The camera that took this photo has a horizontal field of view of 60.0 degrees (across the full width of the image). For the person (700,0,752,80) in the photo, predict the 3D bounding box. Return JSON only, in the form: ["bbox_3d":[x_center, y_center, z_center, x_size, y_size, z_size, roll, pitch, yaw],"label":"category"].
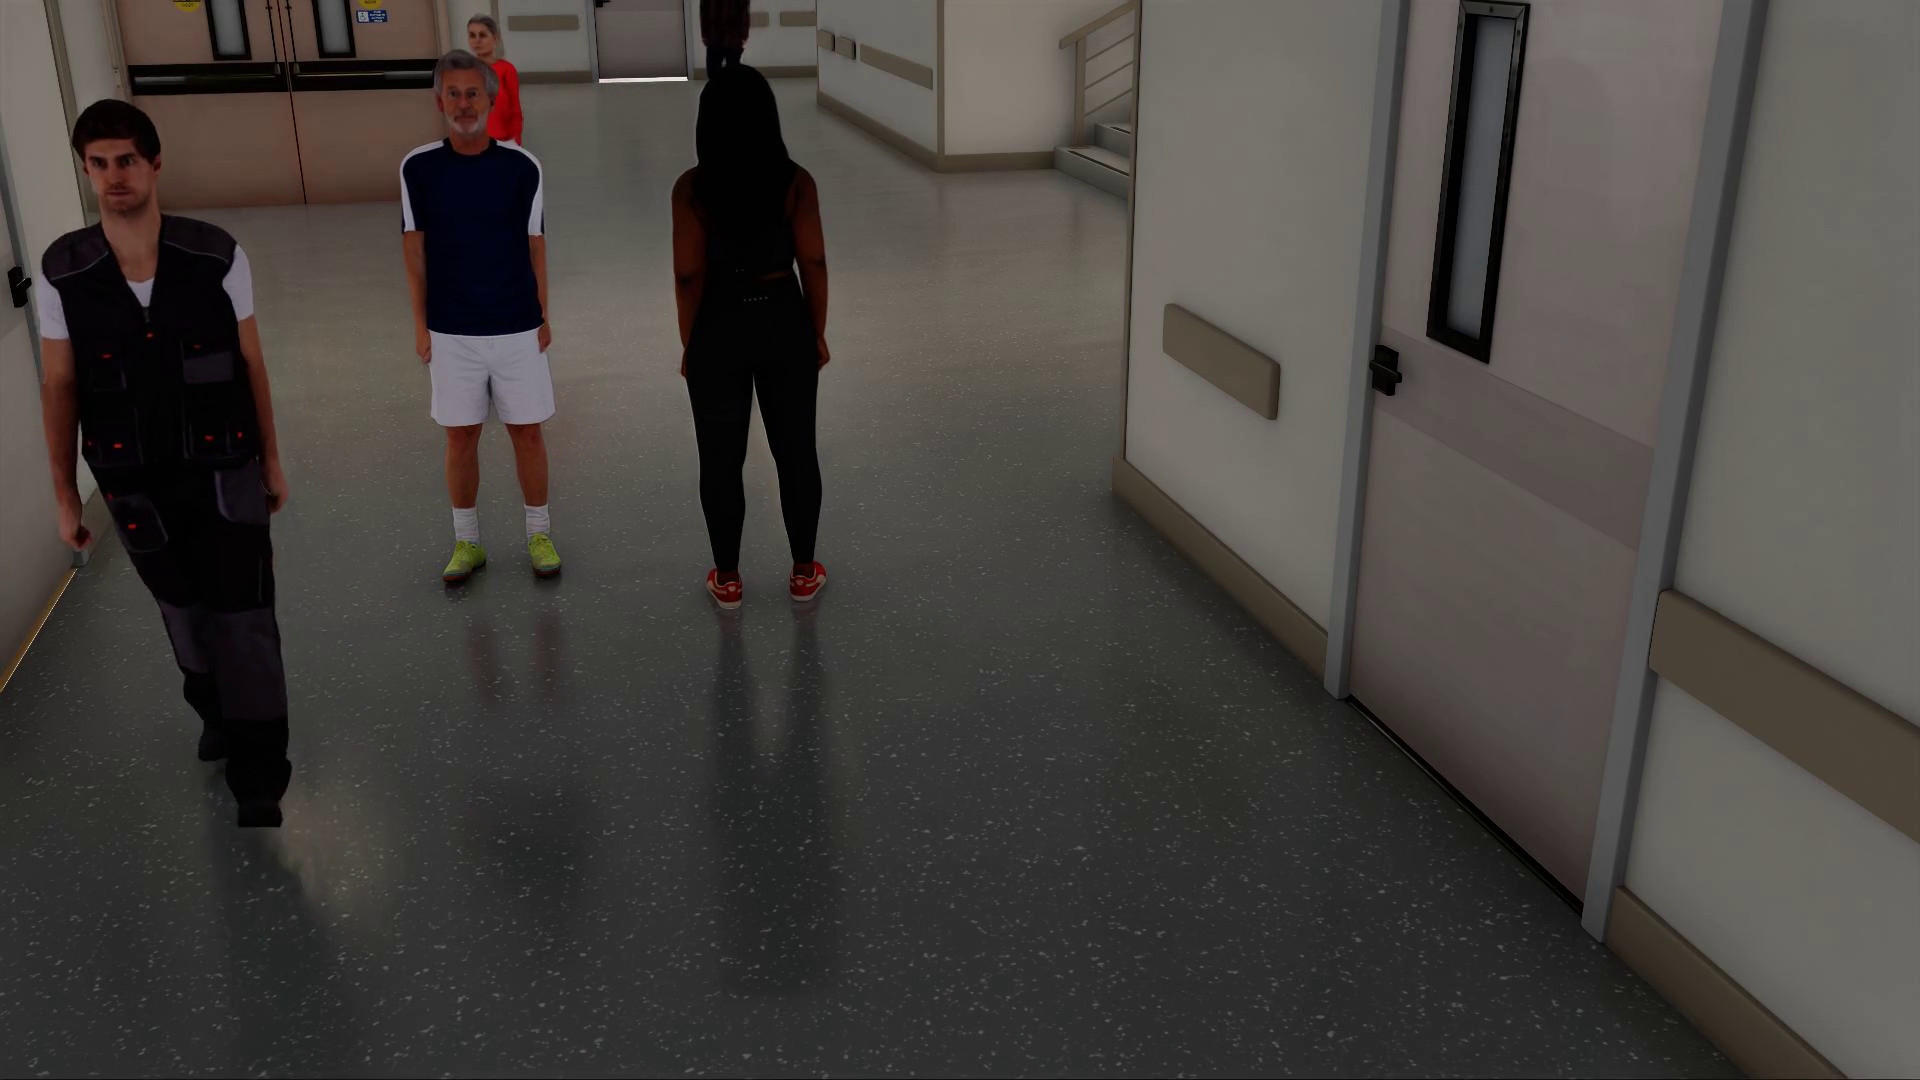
[{"bbox_3d":[-2.617,-5.674,18.765,0.823,1.836,0.944,5,21,13],"label":"person"}]

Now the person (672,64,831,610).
[{"bbox_3d":[-0.695,-0.657,5.549,0.559,1.816,0.731,-4,21,-10],"label":"person"}]

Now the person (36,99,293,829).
[{"bbox_3d":[-2.025,-0.189,4.331,1.083,1.802,0.765,-7,22,-18],"label":"person"}]

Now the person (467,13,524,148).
[{"bbox_3d":[-2.850,-2.340,10.175,0.614,1.686,0.694,1,21,2],"label":"person"}]

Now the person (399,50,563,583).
[{"bbox_3d":[-1.658,-0.763,5.793,0.487,1.841,0.689,-5,21,-13],"label":"person"}]
